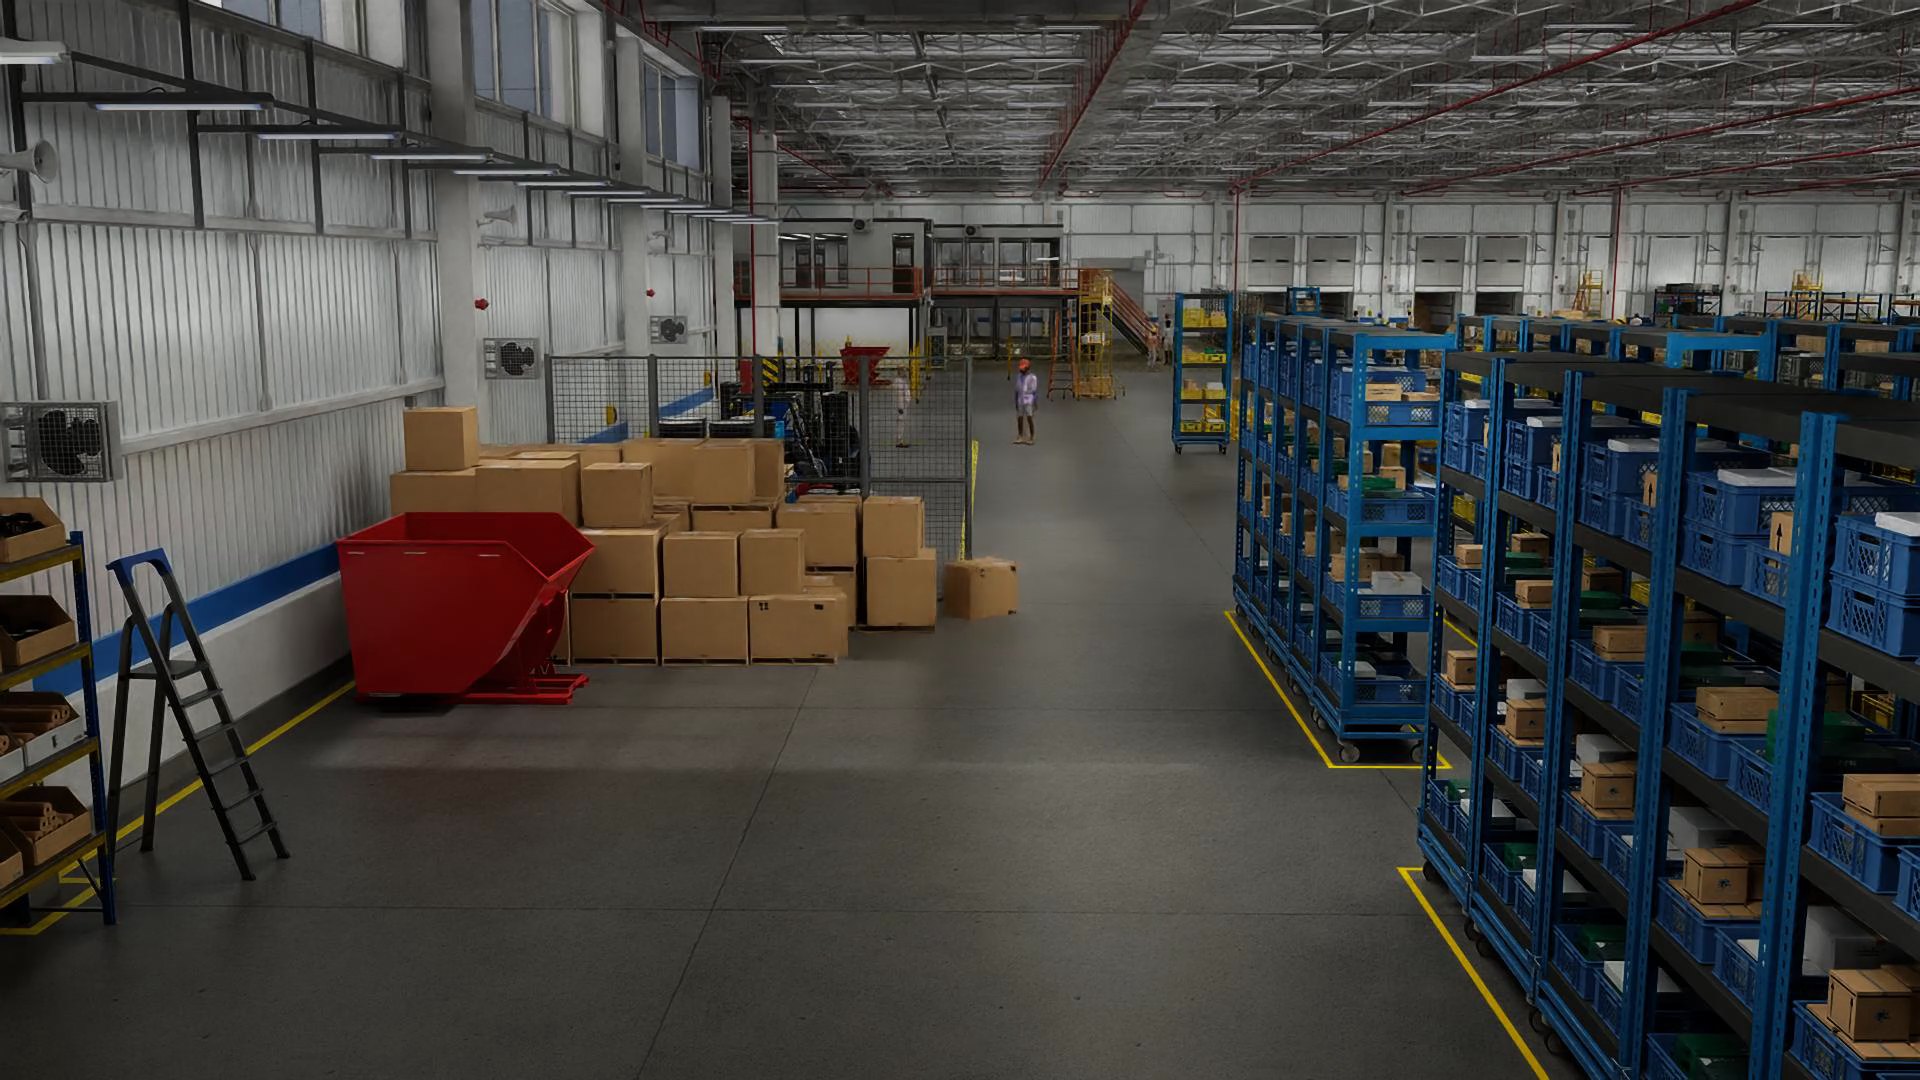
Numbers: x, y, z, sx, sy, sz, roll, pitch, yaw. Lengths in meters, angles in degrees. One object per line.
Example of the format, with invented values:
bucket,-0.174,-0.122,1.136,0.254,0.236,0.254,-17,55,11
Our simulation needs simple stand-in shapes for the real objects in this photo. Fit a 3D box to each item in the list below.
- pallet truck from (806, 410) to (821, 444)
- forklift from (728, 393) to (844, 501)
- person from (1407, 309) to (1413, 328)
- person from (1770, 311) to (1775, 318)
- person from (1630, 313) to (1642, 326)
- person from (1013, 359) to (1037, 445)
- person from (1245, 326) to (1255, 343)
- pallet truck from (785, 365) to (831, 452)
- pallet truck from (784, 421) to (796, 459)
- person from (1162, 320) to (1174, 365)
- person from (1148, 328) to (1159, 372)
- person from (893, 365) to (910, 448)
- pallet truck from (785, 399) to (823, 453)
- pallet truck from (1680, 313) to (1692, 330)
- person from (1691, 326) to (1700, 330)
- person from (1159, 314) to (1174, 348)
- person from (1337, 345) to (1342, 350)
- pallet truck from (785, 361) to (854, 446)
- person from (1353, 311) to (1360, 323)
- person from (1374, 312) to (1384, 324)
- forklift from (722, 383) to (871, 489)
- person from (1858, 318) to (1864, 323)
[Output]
pallet truck,-3.559,-2.018,33.905,1.522,1.261,0.704,0,9,-1
forklift,-2.979,-1.316,26.476,2.680,1.987,1.157,0,9,1
person,25.593,-12.173,94.625,0.398,1.918,0.586,5,11,30
person,43.838,-11.410,89.897,0.576,1.919,0.398,-4,10,-22
person,34.654,-10.669,85.276,0.368,1.940,0.632,-8,12,-42
person,1.530,-3.248,39.216,0.615,2.031,0.411,7,11,35
person,12.487,-8.421,71.745,0.554,1.824,0.537,-5,11,-30
pallet truck,-3.774,-2.976,37.635,1.885,1.965,0.823,1,9,5
pallet truck,-4.013,-1.793,32.705,1.601,1.201,0.680,0,9,1
person,9.024,-8.546,72.090,0.613,1.963,0.362,-3,10,-20
person,7.862,-7.725,67.646,0.315,1.768,0.526,-8,12,-40
person,-1.337,-3.112,38.754,0.406,1.906,0.654,0,9,3
pallet truck,-3.814,-2.432,36.419,1.630,1.274,0.653,0,9,1
pallet truck,36.315,-10.531,84.244,0.823,1.965,1.885,-6,11,-33
person,37.332,-10.485,84.488,0.643,1.823,0.578,-4,10,-25
person,10.929,-11.071,88.133,1.028,1.820,0.576,5,10,27
person,15.176,-7.681,67.159,0.524,1.845,0.875,2,9,10
pallet truck,-3.410,-3.193,38.978,1.885,1.965,0.823,0,9,-1
person,22.312,-12.003,93.802,0.430,1.844,0.624,5,11,30
person,22.119,-11.044,87.694,0.627,1.892,0.988,8,12,42
forklift,-2.893,-1.687,28.729,2.680,1.987,1.157,0,9,-1
person,42.035,-9.368,77.443,0.623,1.871,0.616,0,9,-1
